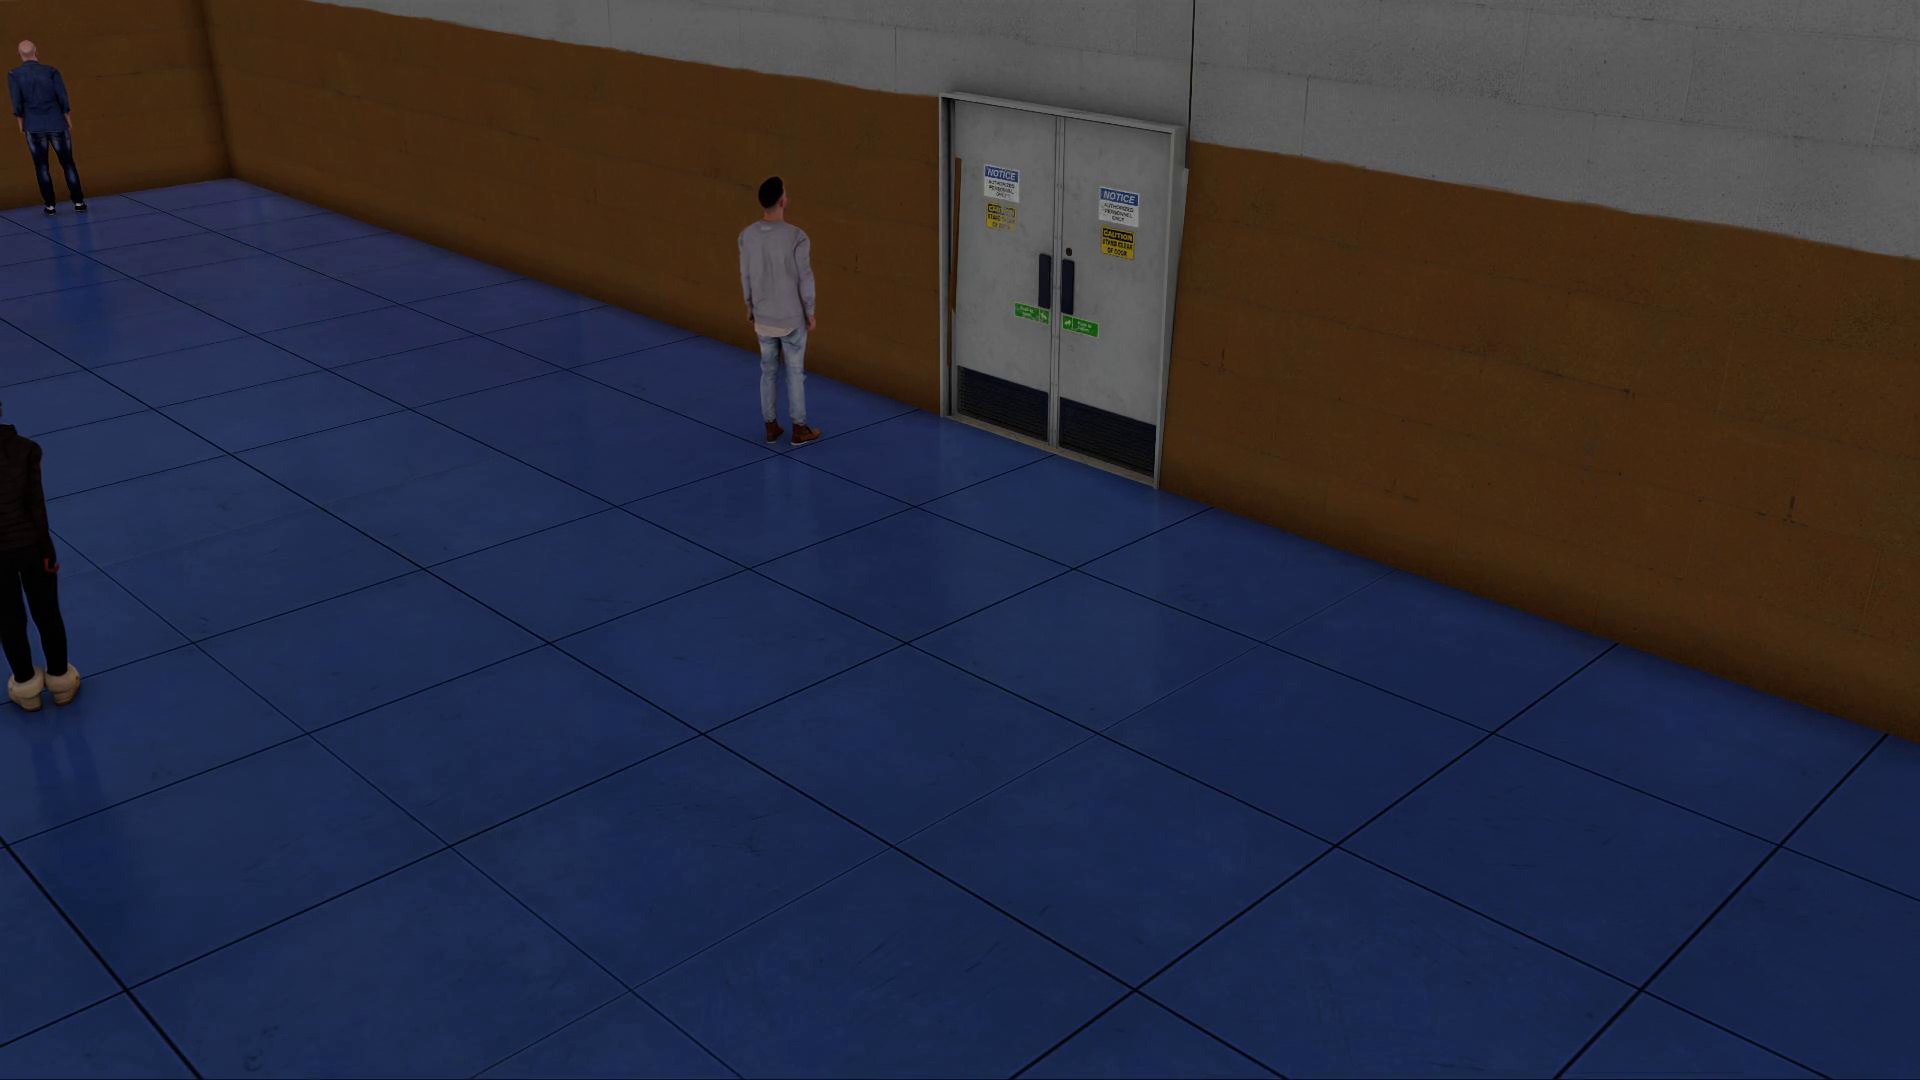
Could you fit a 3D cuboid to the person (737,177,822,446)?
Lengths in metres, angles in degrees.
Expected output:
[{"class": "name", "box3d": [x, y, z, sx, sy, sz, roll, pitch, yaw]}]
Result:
[{"class": "person", "box3d": [-1.218, -1.544, 11.261, 0.766, 1.840, 0.735, 8, 25, 17]}]

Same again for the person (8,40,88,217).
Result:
[{"class": "person", "box3d": [-9.814, -4.425, 17.862, 0.636, 1.826, 0.836, -12, 27, -26]}]

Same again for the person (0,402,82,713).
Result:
[{"class": "person", "box3d": [-4.450, 0.056, 7.828, 0.669, 1.661, 0.609, 9, 25, 19]}]
